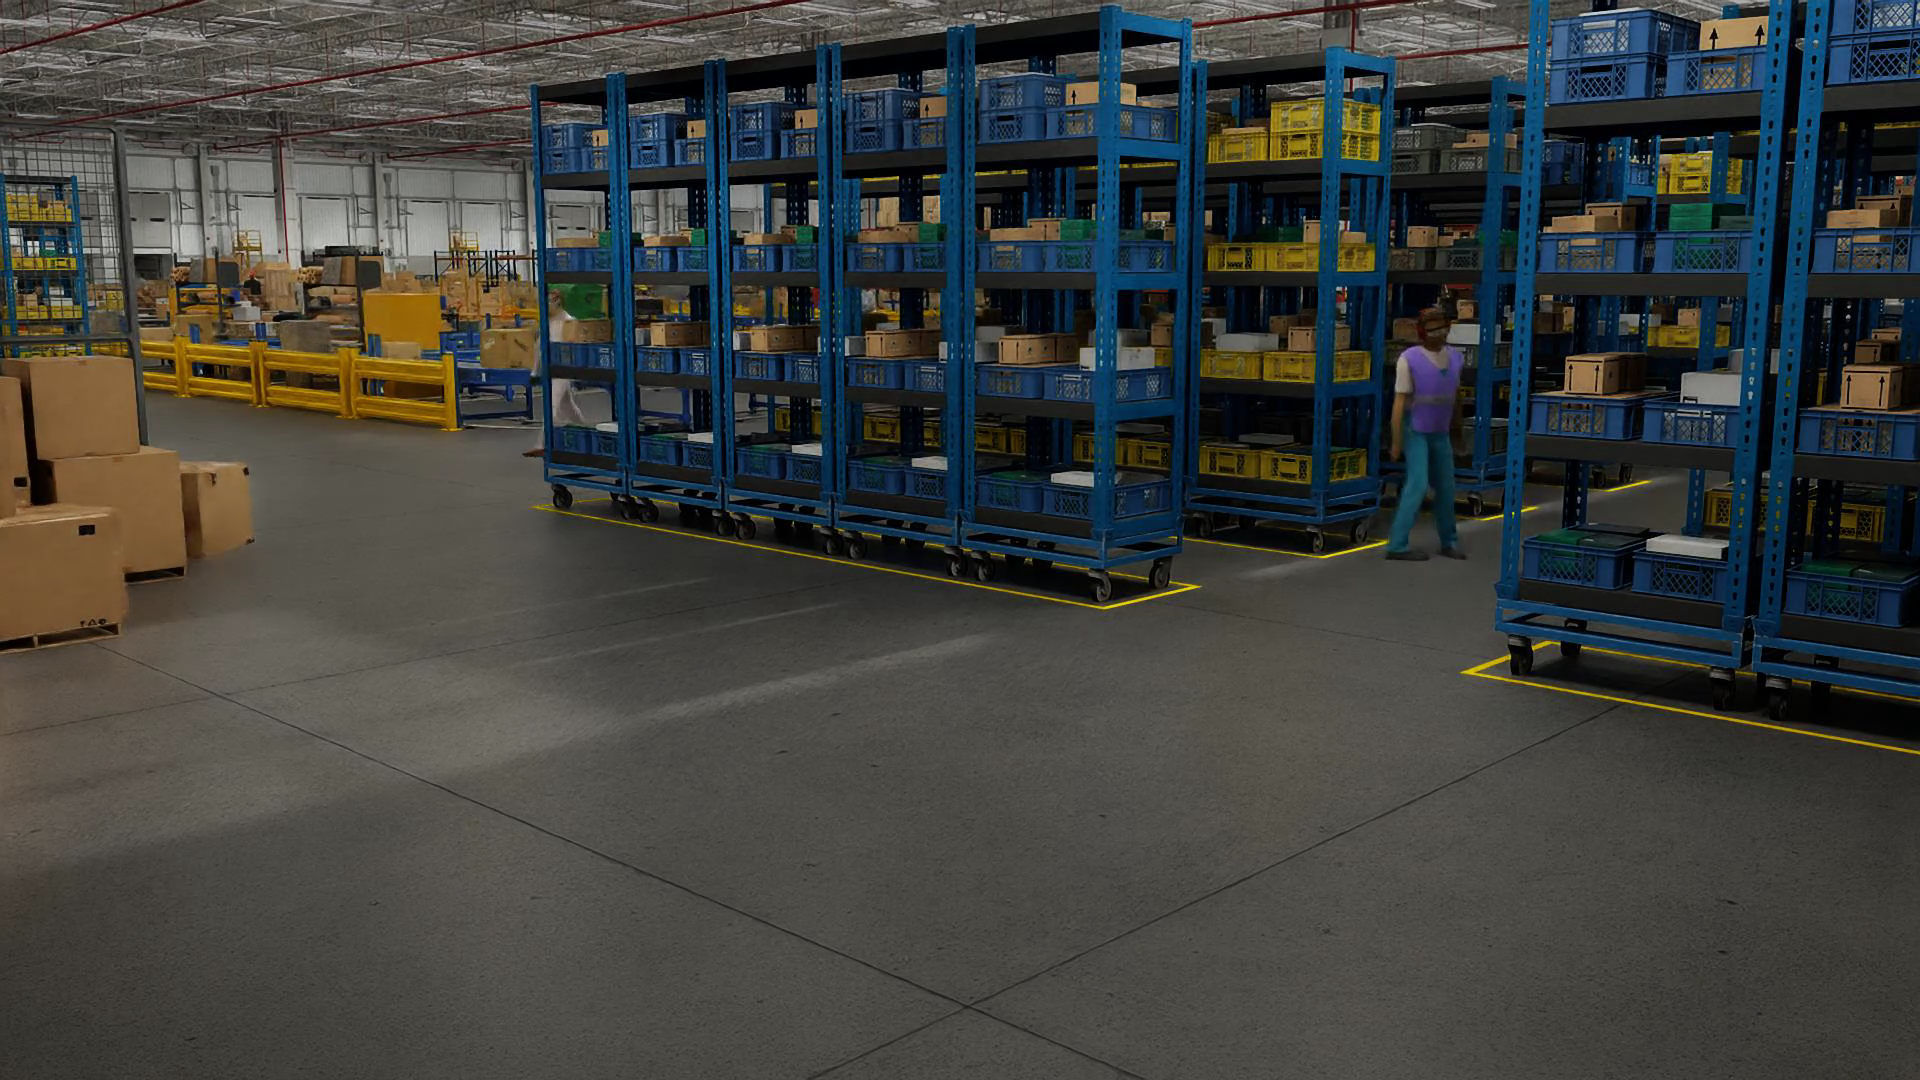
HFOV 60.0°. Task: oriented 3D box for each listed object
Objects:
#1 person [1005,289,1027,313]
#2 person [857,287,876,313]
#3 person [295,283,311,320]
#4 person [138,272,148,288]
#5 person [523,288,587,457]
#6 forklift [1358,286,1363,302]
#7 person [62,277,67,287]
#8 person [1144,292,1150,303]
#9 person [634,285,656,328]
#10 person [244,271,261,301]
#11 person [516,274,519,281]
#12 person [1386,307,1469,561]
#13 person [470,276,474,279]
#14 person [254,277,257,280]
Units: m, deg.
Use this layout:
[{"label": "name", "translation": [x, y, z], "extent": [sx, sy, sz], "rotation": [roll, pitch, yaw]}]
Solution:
[{"label": "person", "translation": [0.834, -2.890, 24.975], "extent": [0.603, 1.803, 0.817], "rotation": [9, 13, 43]}, {"label": "person", "translation": [-2.571, -6.318, 45.998], "extent": [0.614, 1.800, 0.769], "rotation": [-9, 13, -43]}, {"label": "person", "translation": [-24.376, -8.880, 61.637], "extent": [0.508, 1.843, 0.926], "rotation": [-1, 9, -5]}, {"label": "person", "translation": [-37.192, -11.278, 76.027], "extent": [0.701, 1.916, 0.661], "rotation": [-1, 9, -8]}, {"label": "person", "translation": [-4.464, -1.872, 18.566], "extent": [0.988, 1.867, 0.637], "rotation": [-8, 13, -42]}, {"label": "forklift", "translation": [11.100, -7.017, 46.970], "extent": [1.873, 2.768, 1.129], "rotation": [9, 13, 43]}, {"label": "person", "translation": [-39.728, -10.873, 73.801], "extent": [0.430, 1.840, 0.620], "rotation": [-7, 11, -36]}, {"label": "person", "translation": [7.032, -9.022, 62.873], "extent": [0.322, 1.698, 0.536], "rotation": [1, 9, 5]}, {"label": "person", "translation": [-7.335, -5.102, 38.668], "extent": [0.554, 1.740, 0.683], "rotation": [-3, 10, -20]}, {"label": "person", "translation": [-26.915, -9.241, 63.306], "extent": [0.611, 1.997, 0.375], "rotation": [-3, 10, -20]}, {"label": "person", "translation": [-24.010, -13.573, 90.469], "extent": [0.954, 1.795, 0.541], "rotation": [0, 9, -2]}, {"label": "person", "translation": [3.306, -0.743, 11.791], "extent": [0.664, 1.813, 0.440], "rotation": [-6, 11, -33]}, {"label": "person", "translation": [-23.070, -11.559, 78.370], "extent": [0.719, 1.717, 0.487], "rotation": [-2, 9, -11]}, {"label": "person", "translation": [-27.547, -9.371, 64.852], "extent": [0.549, 1.752, 0.375], "rotation": [7, 12, 38]}]
